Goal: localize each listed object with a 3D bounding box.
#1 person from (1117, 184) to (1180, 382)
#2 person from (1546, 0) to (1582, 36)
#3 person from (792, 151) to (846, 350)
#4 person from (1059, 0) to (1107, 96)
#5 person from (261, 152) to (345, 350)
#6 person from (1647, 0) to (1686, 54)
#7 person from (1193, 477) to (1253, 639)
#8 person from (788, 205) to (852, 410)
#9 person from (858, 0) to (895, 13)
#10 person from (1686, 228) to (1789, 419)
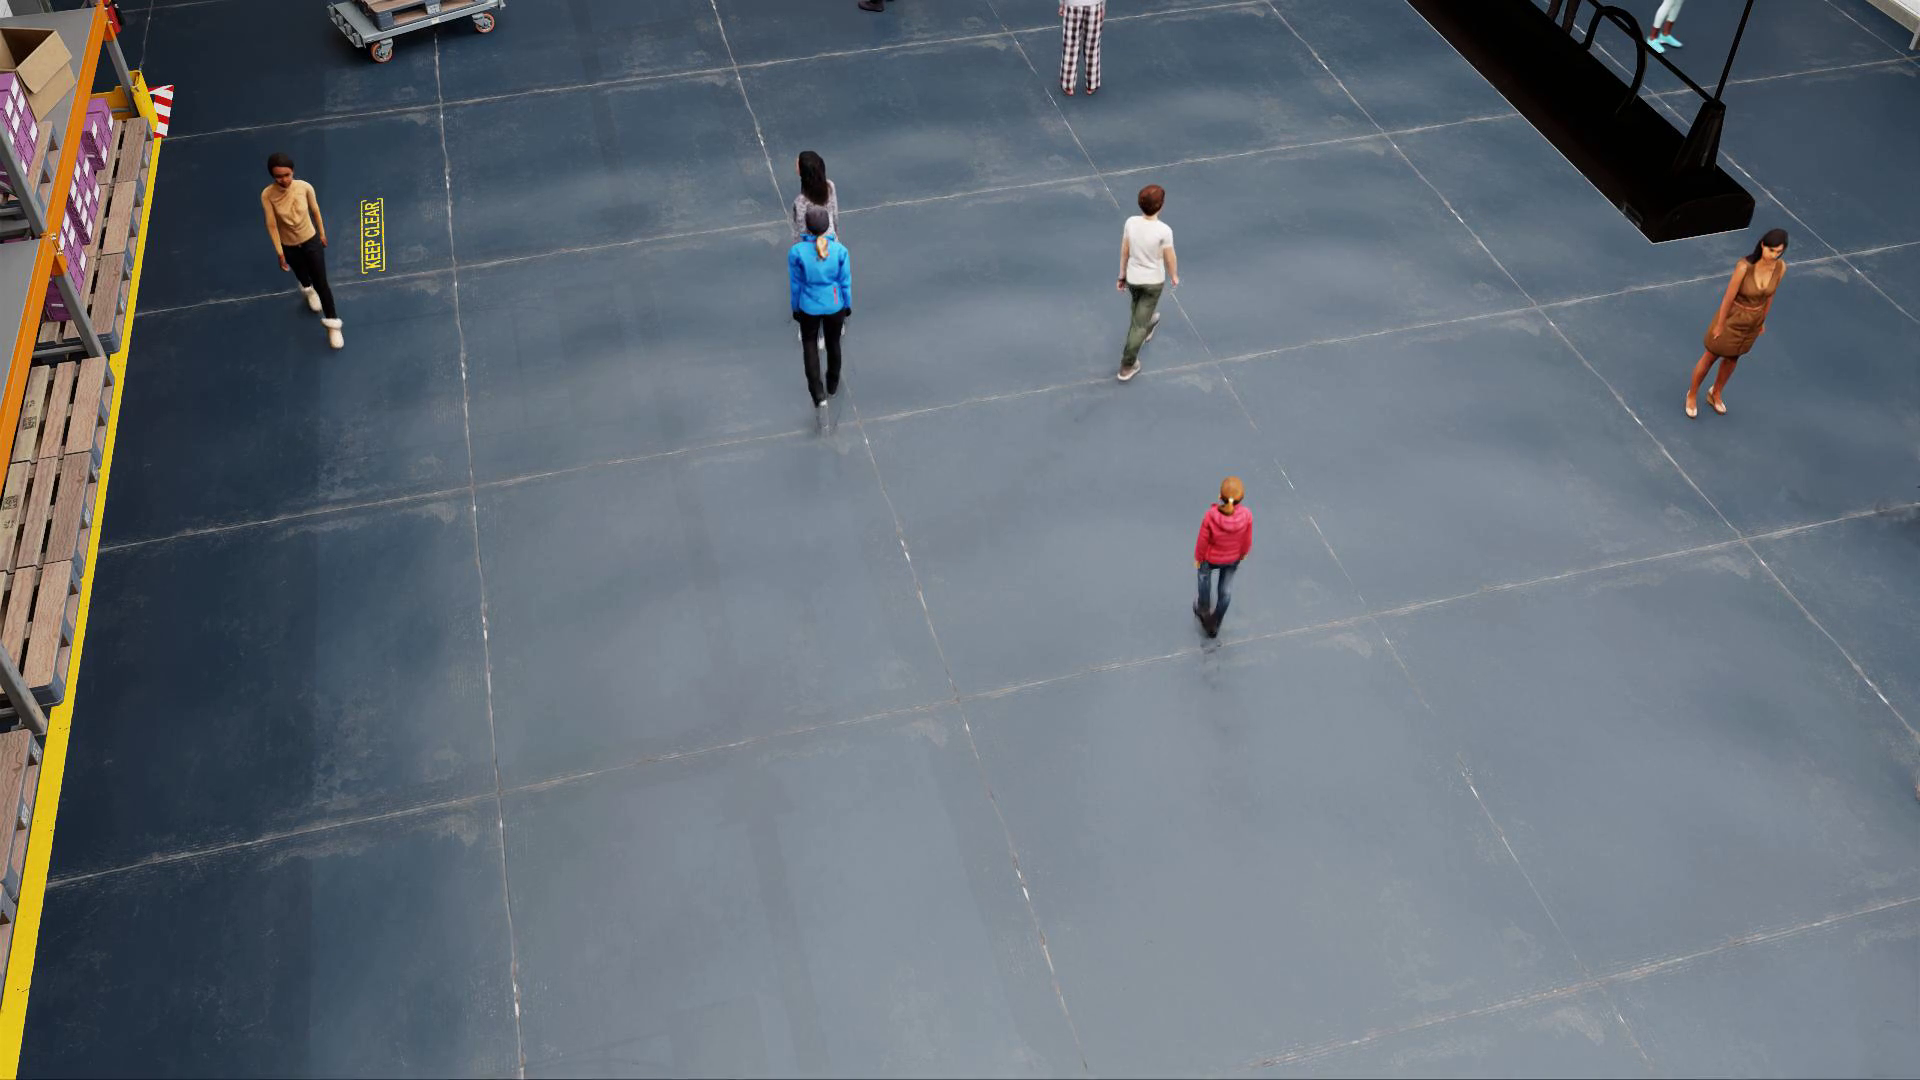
[{"bbox_3d":[1.416,-1.981,13.077,1.031,1.616,1.057,25,49,24],"label":"person"},{"bbox_3d":[6.280,-5.737,17.121,0.630,1.475,0.717,27,50,26],"label":"person"},{"bbox_3d":[-1.143,-2.339,13.369,0.711,1.731,0.686,30,51,27],"label":"person"},{"bbox_3d":[1.214,-5.261,16.352,0.672,1.848,0.614,-1,44,-1],"label":"person"},{"bbox_3d":[-5.398,-2.445,13.562,0.633,1.618,1.143,-15,46,-15],"label":"person"},{"bbox_3d":[7.446,-5.869,17.080,0.644,1.723,0.650,-28,50,-27],"label":"person"},{"bbox_3d":[1.746,0.157,11.056,0.598,1.308,0.625,0,44,0],"label":"person"},{"bbox_3d":[-1.060,-1.734,12.690,0.749,1.790,0.952,-1,44,-1],"label":"person"},{"bbox_3d":[-0.887,-6.594,17.753,0.849,1.845,0.789,22,48,21],"label":"person"},{"bbox_3d":[5.939,-1.662,12.692,0.580,1.684,0.529,-6,44,-7],"label":"person"}]
